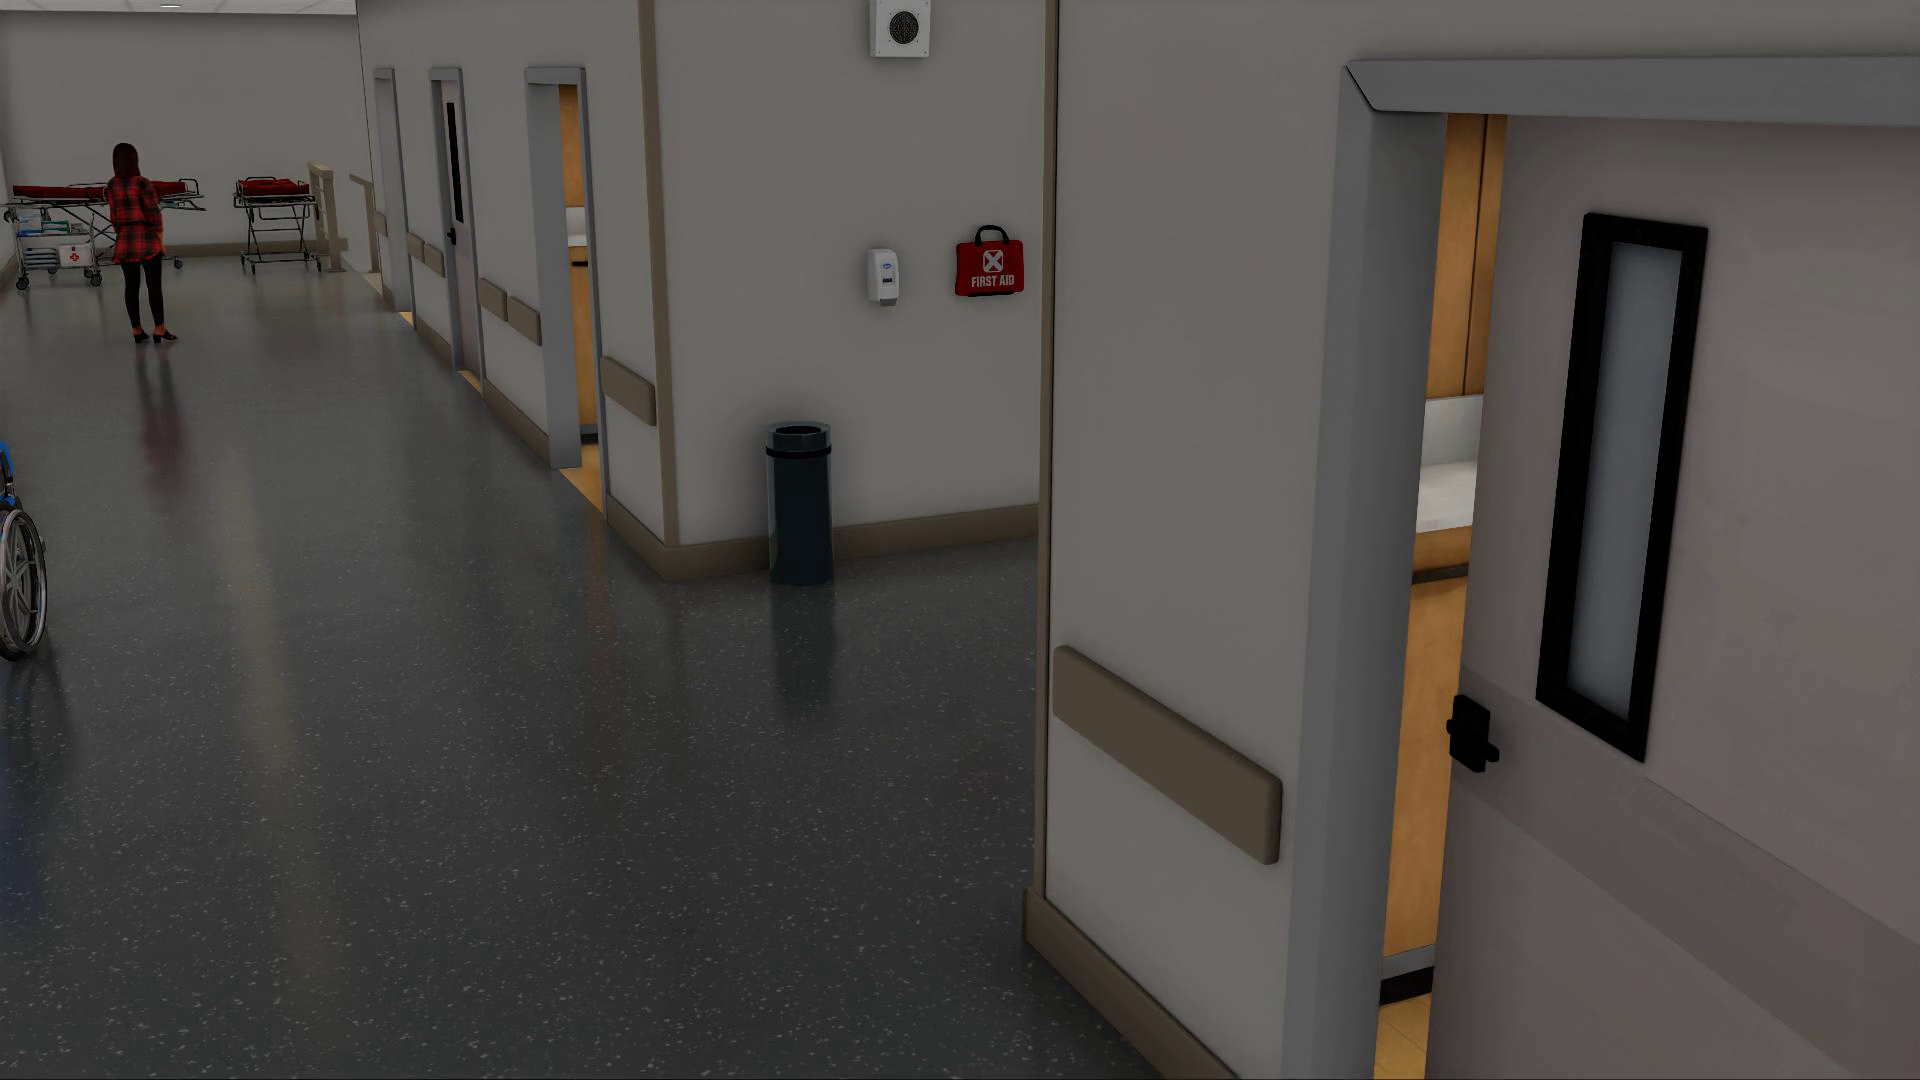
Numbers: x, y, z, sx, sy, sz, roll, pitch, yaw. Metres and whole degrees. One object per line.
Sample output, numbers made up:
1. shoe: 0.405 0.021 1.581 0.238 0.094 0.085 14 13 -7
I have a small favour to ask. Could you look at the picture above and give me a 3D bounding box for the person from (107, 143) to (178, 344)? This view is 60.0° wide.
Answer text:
1. person: -7.100 -2.564 14.373 0.701 1.704 0.723 2 16 8
